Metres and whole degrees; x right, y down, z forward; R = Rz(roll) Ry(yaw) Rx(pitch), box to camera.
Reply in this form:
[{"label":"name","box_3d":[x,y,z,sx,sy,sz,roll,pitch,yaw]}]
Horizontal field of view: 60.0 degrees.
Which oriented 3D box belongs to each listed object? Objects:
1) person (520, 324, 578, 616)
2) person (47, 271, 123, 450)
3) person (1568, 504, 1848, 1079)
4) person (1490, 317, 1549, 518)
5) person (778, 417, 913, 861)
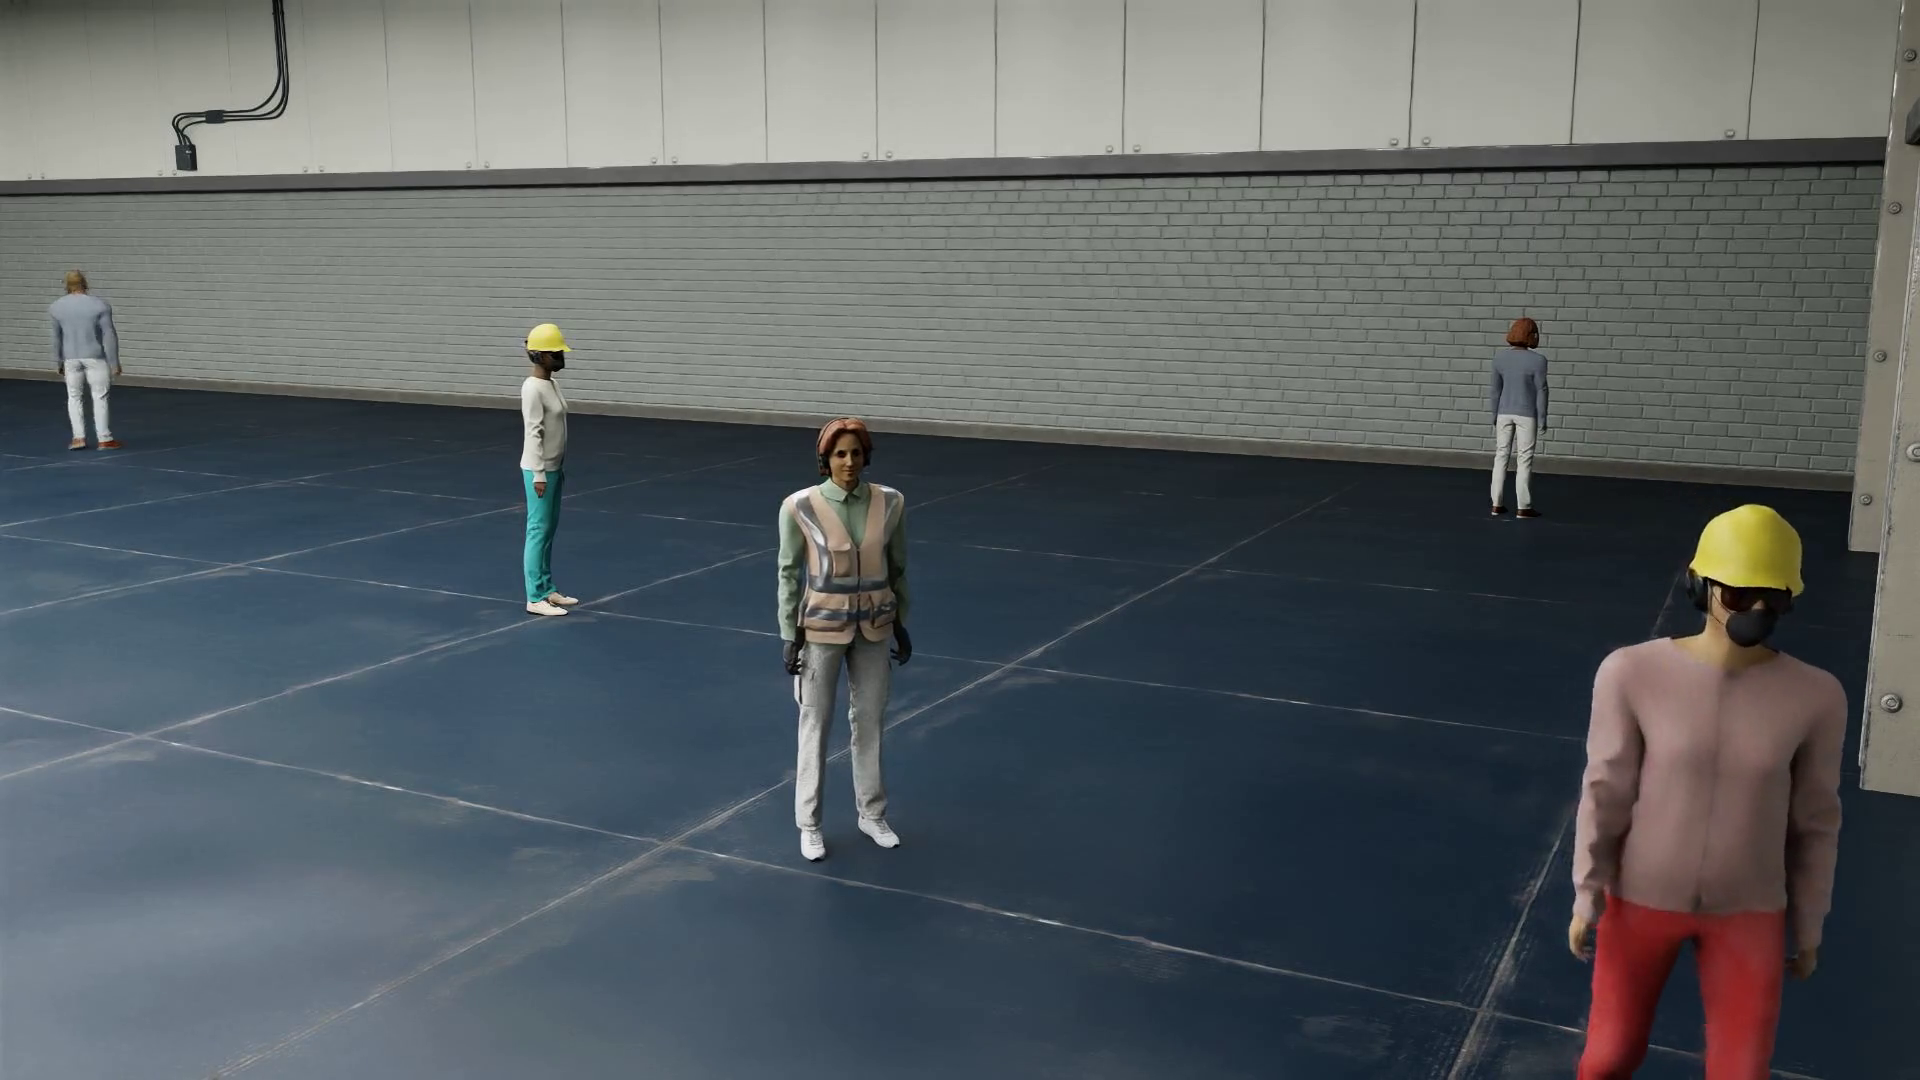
[{"label":"person","box_3d":[-2.499,-0.428,10.131,0.326,1.767,0.533,0,10,0]},{"label":"person","box_3d":[-9.355,-1.902,17.800,0.685,1.916,0.381,-1,10,-8]},{"label":"person","box_3d":[1.607,0.772,3.626,0.553,1.745,0.706,2,11,13]},{"label":"person","box_3d":[4.563,-0.995,13.581,0.278,1.633,0.507,-9,14,-41]},{"label":"person","box_3d":[-0.424,0.361,6.173,0.524,1.639,0.307,-5,11,-25]}]
